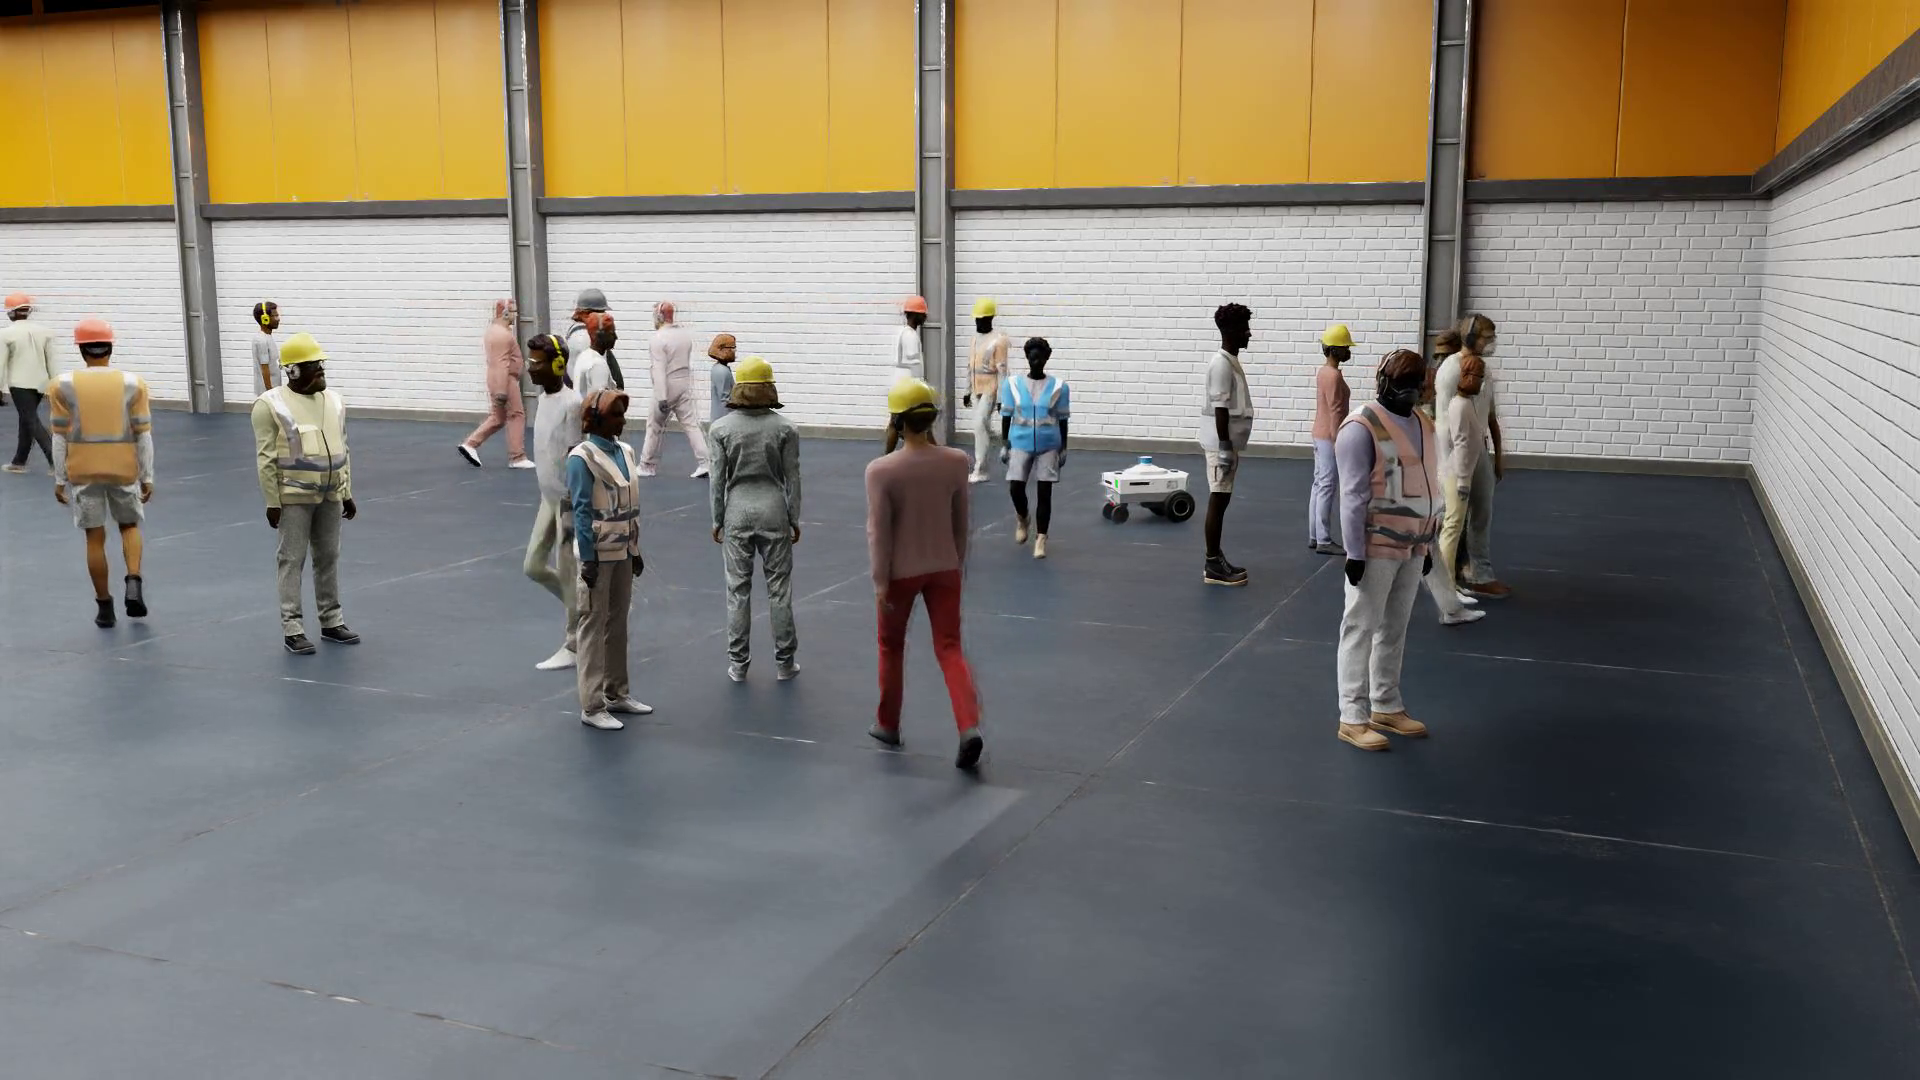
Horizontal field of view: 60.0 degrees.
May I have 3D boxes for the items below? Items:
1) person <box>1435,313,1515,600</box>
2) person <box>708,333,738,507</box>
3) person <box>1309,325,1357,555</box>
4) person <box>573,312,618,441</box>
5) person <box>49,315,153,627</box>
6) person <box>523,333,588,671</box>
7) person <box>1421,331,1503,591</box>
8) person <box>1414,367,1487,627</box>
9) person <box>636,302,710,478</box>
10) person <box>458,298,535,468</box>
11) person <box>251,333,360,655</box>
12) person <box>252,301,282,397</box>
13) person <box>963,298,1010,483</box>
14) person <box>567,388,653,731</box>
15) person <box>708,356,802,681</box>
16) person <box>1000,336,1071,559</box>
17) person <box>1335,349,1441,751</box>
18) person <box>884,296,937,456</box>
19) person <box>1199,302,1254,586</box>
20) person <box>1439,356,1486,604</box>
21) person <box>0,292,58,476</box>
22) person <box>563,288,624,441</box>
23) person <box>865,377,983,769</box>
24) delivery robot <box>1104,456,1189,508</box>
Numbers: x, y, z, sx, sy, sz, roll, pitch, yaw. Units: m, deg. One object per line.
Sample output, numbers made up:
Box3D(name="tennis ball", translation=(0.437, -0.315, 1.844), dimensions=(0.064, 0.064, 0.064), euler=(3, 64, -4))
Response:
Box3D(name="person", translation=(3.320, -0.567, 11.189), dimensions=(0.633, 1.915, 0.855), euler=(-9, 13, -44))
Box3D(name="person", translation=(-2.058, -0.989, 14.566), dimensions=(0.267, 1.632, 0.509), euler=(-2, 10, -14))
Box3D(name="person", translation=(2.877, -0.771, 12.850), dimensions=(0.310, 1.769, 0.522), euler=(0, 9, 1))
Box3D(name="person", translation=(-2.672, -0.789, 12.649), dimensions=(0.624, 1.862, 0.619), euler=(-4, 10, -21))
Box3D(name="person", translation=(-5.281, -0.418, 10.257), dimensions=(0.552, 1.923, 0.395), euler=(-6, 11, -30))
Box3D(name="person", translation=(-2.175, -0.200, 9.123), dimensions=(0.432, 1.855, 0.509), euler=(-8, 12, -39))
Box3D(name="person", translation=(3.459, -0.553, 11.496), dimensions=(0.522, 1.794, 0.812), euler=(8, 12, 39))
Box3D(name="person", translation=(2.820, -0.255, 10.198), dimensions=(0.728, 1.610, 0.536), euler=(0, 9, 1))
Box3D(name="person", translation=(-3.018, -1.555, 17.397), dimensions=(1.023, 1.856, 0.632), euler=(5, 11, 29))
Box3D(name="person", translation=(-5.063, -1.696, 18.128), dimensions=(0.780, 1.877, 0.658), euler=(-5, 11, -27))
Box3D(name="person", translation=(-3.755, -0.273, 9.611), dimensions=(0.403, 1.837, 0.590), euler=(6, 11, 32))
Box3D(name="person", translation=(-6.788, -1.412, 16.407), dimensions=(0.329, 1.876, 0.508), euler=(-4, 10, -24))
Box3D(name="person", translation=(0.329, -1.536, 17.077), dimensions=(0.685, 1.898, 0.605), euler=(-5, 11, -28))
Box3D(name="person", translation=(-1.708, 0.084, 8.050), dimensions=(0.307, 1.639, 0.513), euler=(3, 10, 16))
Box3D(name="person", translation=(-1.092, -0.110, 8.918), dimensions=(0.490, 1.740, 0.322), euler=(-1, 9, -4))
Box3D(name="person", translation=(0.576, -0.714, 12.712), dimensions=(0.548, 1.686, 0.448), euler=(1, 9, 4))
Box3D(name="person", translation=(2.001, 0.036, 7.734), dimensions=(0.624, 1.841, 0.430), euler=(-8, 12, -40))
Box3D(name="person", translation=(-0.408, -1.638, 17.693), dimensions=(0.953, 1.890, 0.576), euler=(-1, 9, -4))
Box3D(name="person", translation=(1.867, -0.676, 11.660), dimensions=(0.368, 1.967, 0.600), euler=(2, 10, 11))
Box3D(name="person", translation=(3.318, -0.403, 11.017), dimensions=(0.284, 1.632, 0.498), euler=(2, 10, 14))
Box3D(name="person", translation=(-9.839, -1.643, 17.578), dimensions=(1.030, 1.953, 0.621), euler=(4, 10, 22))
Box3D(name="person", translation=(-3.308, -1.276, 15.077), dimensions=(0.549, 2.000, 0.713), euler=(-3, 10, -17))
Box3D(name="person", translation=(-0.160, 0.135, 7.448), dimensions=(0.523, 1.732, 0.843), euler=(-4, 10, -21))
Box3D(name="delivery robot", translation=(1.620, -0.486, 14.497), dimensions=(0.707, 0.478, 0.477), euler=(-2, 10, -14))
